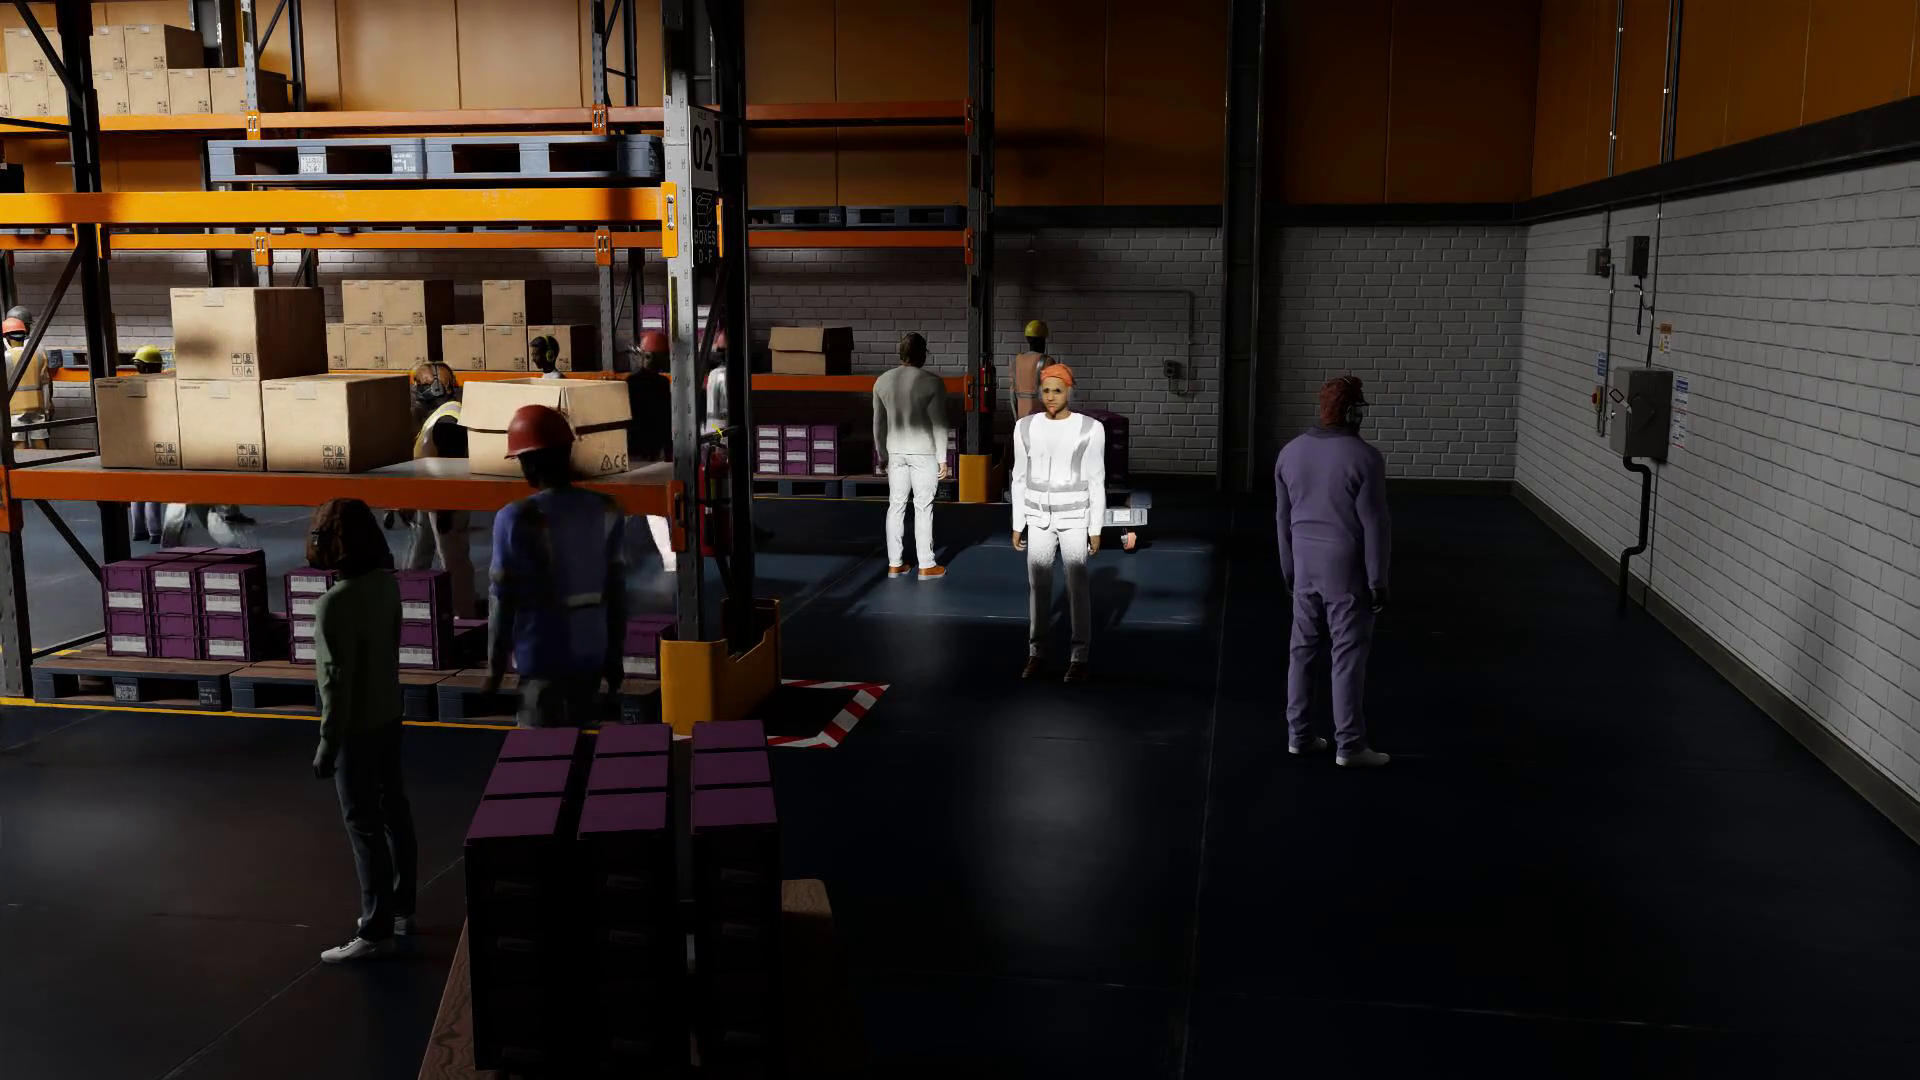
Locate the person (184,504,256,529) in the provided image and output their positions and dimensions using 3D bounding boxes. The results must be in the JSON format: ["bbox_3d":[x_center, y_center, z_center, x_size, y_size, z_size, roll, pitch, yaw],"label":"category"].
[{"bbox_3d":[-7.084,-0.996,15.616,0.629,1.791,0.628,0,9,0],"label":"person"}]

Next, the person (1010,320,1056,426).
[{"bbox_3d":[0.765,-1.251,16.791,0.587,1.930,0.359,8,12,40],"label":"person"}]

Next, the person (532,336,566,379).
[{"bbox_3d":[-3.548,-0.832,14.392,0.328,1.867,0.509,-5,10,-28],"label":"person"}]

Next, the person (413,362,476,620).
[{"bbox_3d":[-3.325,-0.225,10.727,0.429,1.836,0.620,-4,10,-21],"label":"person"}]

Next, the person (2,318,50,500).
[{"bbox_3d":[-9.925,-1.382,17.608,0.373,1.928,0.543,6,11,32],"label":"person"}]

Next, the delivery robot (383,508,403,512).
[{"bbox_3d":[-5.081,-0.419,15.589,0.707,0.478,0.477,6,11,32],"label":"delivery robot"}]

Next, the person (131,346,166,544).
[{"bbox_3d":[-7.212,-0.850,14.846,0.523,1.759,0.351,7,11,36],"label":"person"}]

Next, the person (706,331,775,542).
[{"bbox_3d":[-1.899,-0.861,14.427,0.807,1.911,0.561,-3,10,-19],"label":"person"}]

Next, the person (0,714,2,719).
[{"bbox_3d":[-4.981,0.274,8.093,0.499,1.687,0.537,0,9,-1],"label":"person"}]

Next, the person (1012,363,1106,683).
[{"bbox_3d":[0.575,-0.098,9.800,0.576,1.880,0.351,4,10,23],"label":"person"}]

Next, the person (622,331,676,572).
[{"bbox_3d":[-2.585,-0.706,13.412,0.959,1.948,0.618,3,10,17],"label":"person"}]

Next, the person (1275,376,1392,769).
[{"bbox_3d":[1.847,0.156,8.130,0.406,1.910,0.639,-7,12,-38],"label":"person"}]

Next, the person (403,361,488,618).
[{"bbox_3d":[-3.536,-0.342,11.565,0.849,1.784,0.581,0,9,2],"label":"person"}]

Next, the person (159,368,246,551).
[{"bbox_3d":[-5.880,-0.478,12.726,0.914,1.693,0.488,-6,11,-35],"label":"person"}]

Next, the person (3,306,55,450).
[{"bbox_3d":[-10.323,-1.570,18.422,0.672,2.000,0.536,1,9,6],"label":"person"}]

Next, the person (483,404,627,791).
[{"bbox_3d":[-1.556,0.434,6.409,0.400,1.911,0.541,8,12,40],"label":"person"}]

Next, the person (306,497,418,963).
[{"bbox_3d":[-2.107,0.662,5.834,0.279,1.634,0.499,1,9,6],"label":"person"}]

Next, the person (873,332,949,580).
[{"bbox_3d":[-0.374,-0.655,13.060,0.636,1.938,0.355,4,10,26],"label":"person"}]
